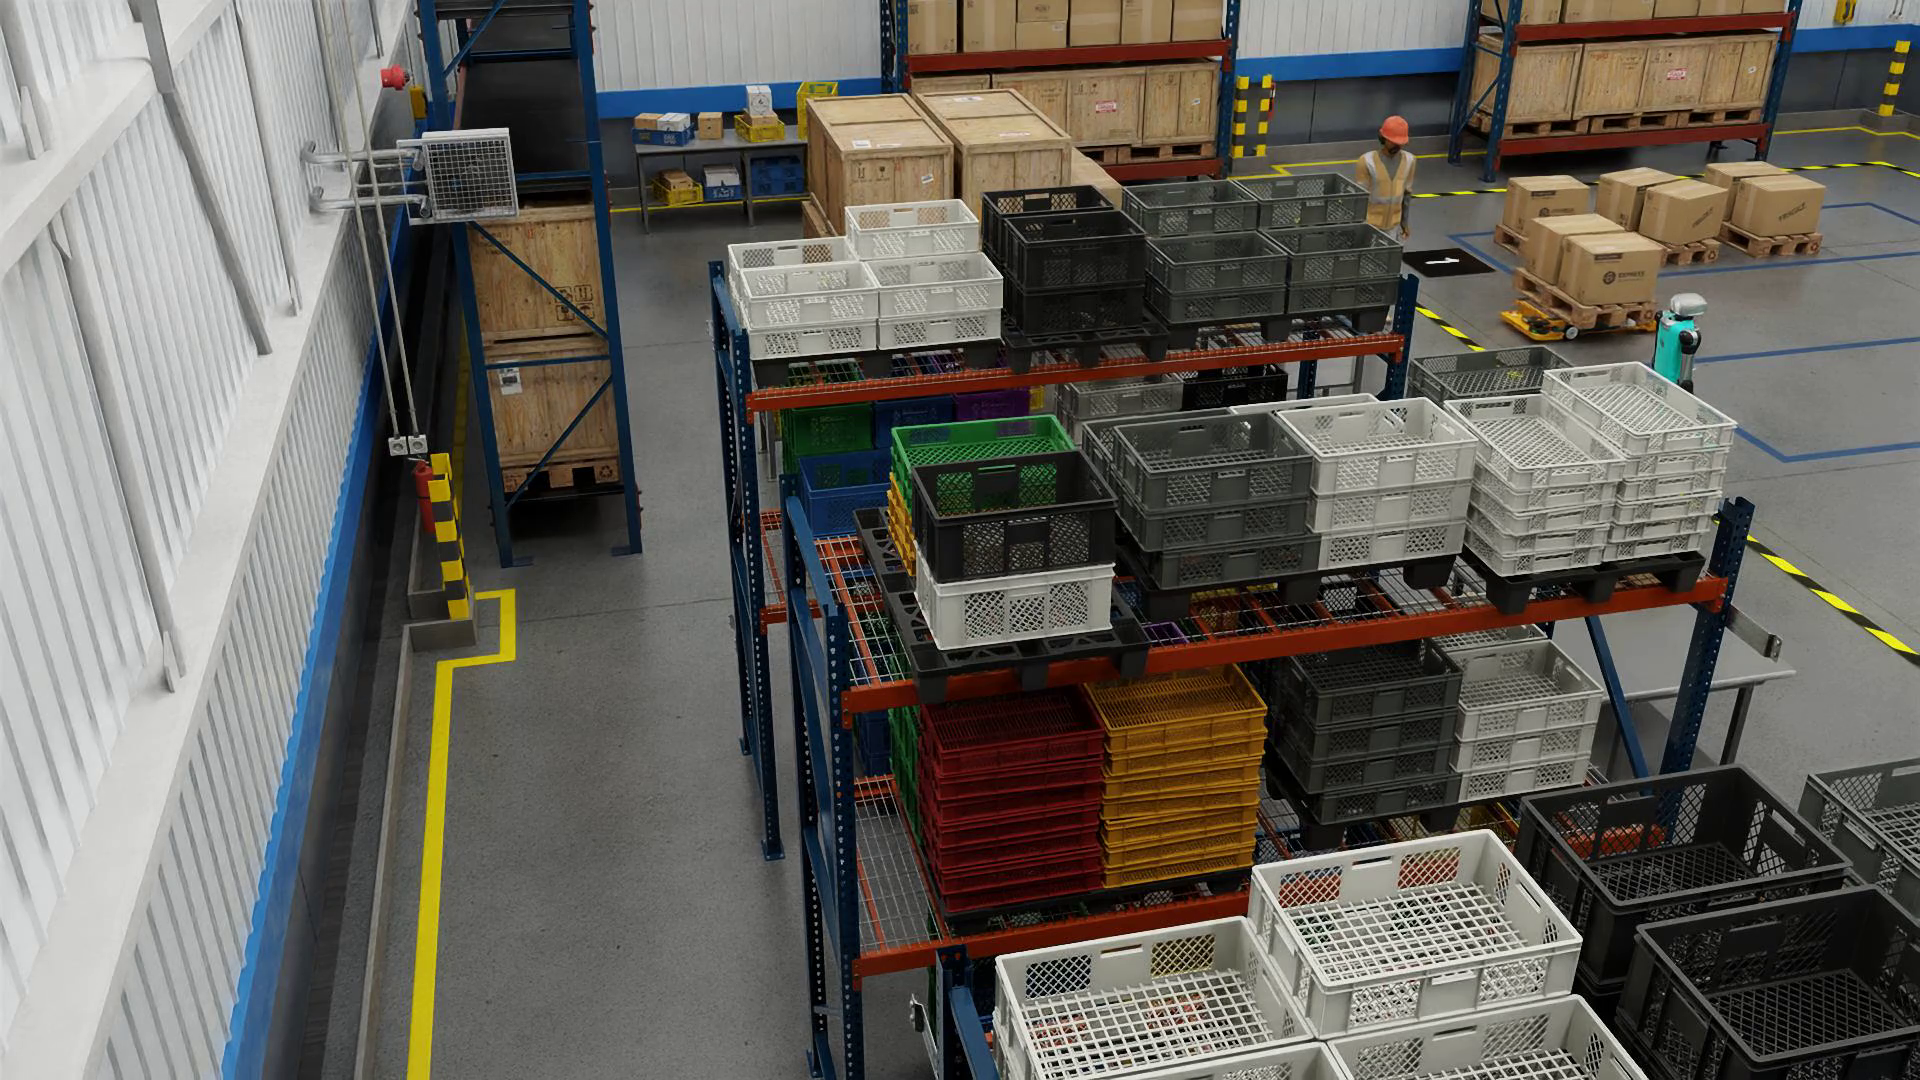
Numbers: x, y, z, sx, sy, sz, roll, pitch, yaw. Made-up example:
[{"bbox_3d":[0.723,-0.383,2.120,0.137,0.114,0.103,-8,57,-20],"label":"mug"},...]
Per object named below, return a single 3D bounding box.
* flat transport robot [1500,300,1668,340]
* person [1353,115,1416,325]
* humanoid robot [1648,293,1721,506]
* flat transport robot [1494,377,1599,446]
[{"bbox_3d":[6.076,-2.197,16.186,1.431,0.197,0.652,-6,28,-12],"label":"flat transport robot"},{"bbox_3d":[4.039,-3.047,15.932,0.604,2.041,0.380,-6,28,-12],"label":"person"},{"bbox_3d":[5.402,-1.005,12.240,0.735,1.671,0.533,-2,28,-3],"label":"humanoid robot"},{"bbox_3d":[4.780,-1.036,14.013,0.659,0.231,1.431,-6,28,-12],"label":"flat transport robot"}]
